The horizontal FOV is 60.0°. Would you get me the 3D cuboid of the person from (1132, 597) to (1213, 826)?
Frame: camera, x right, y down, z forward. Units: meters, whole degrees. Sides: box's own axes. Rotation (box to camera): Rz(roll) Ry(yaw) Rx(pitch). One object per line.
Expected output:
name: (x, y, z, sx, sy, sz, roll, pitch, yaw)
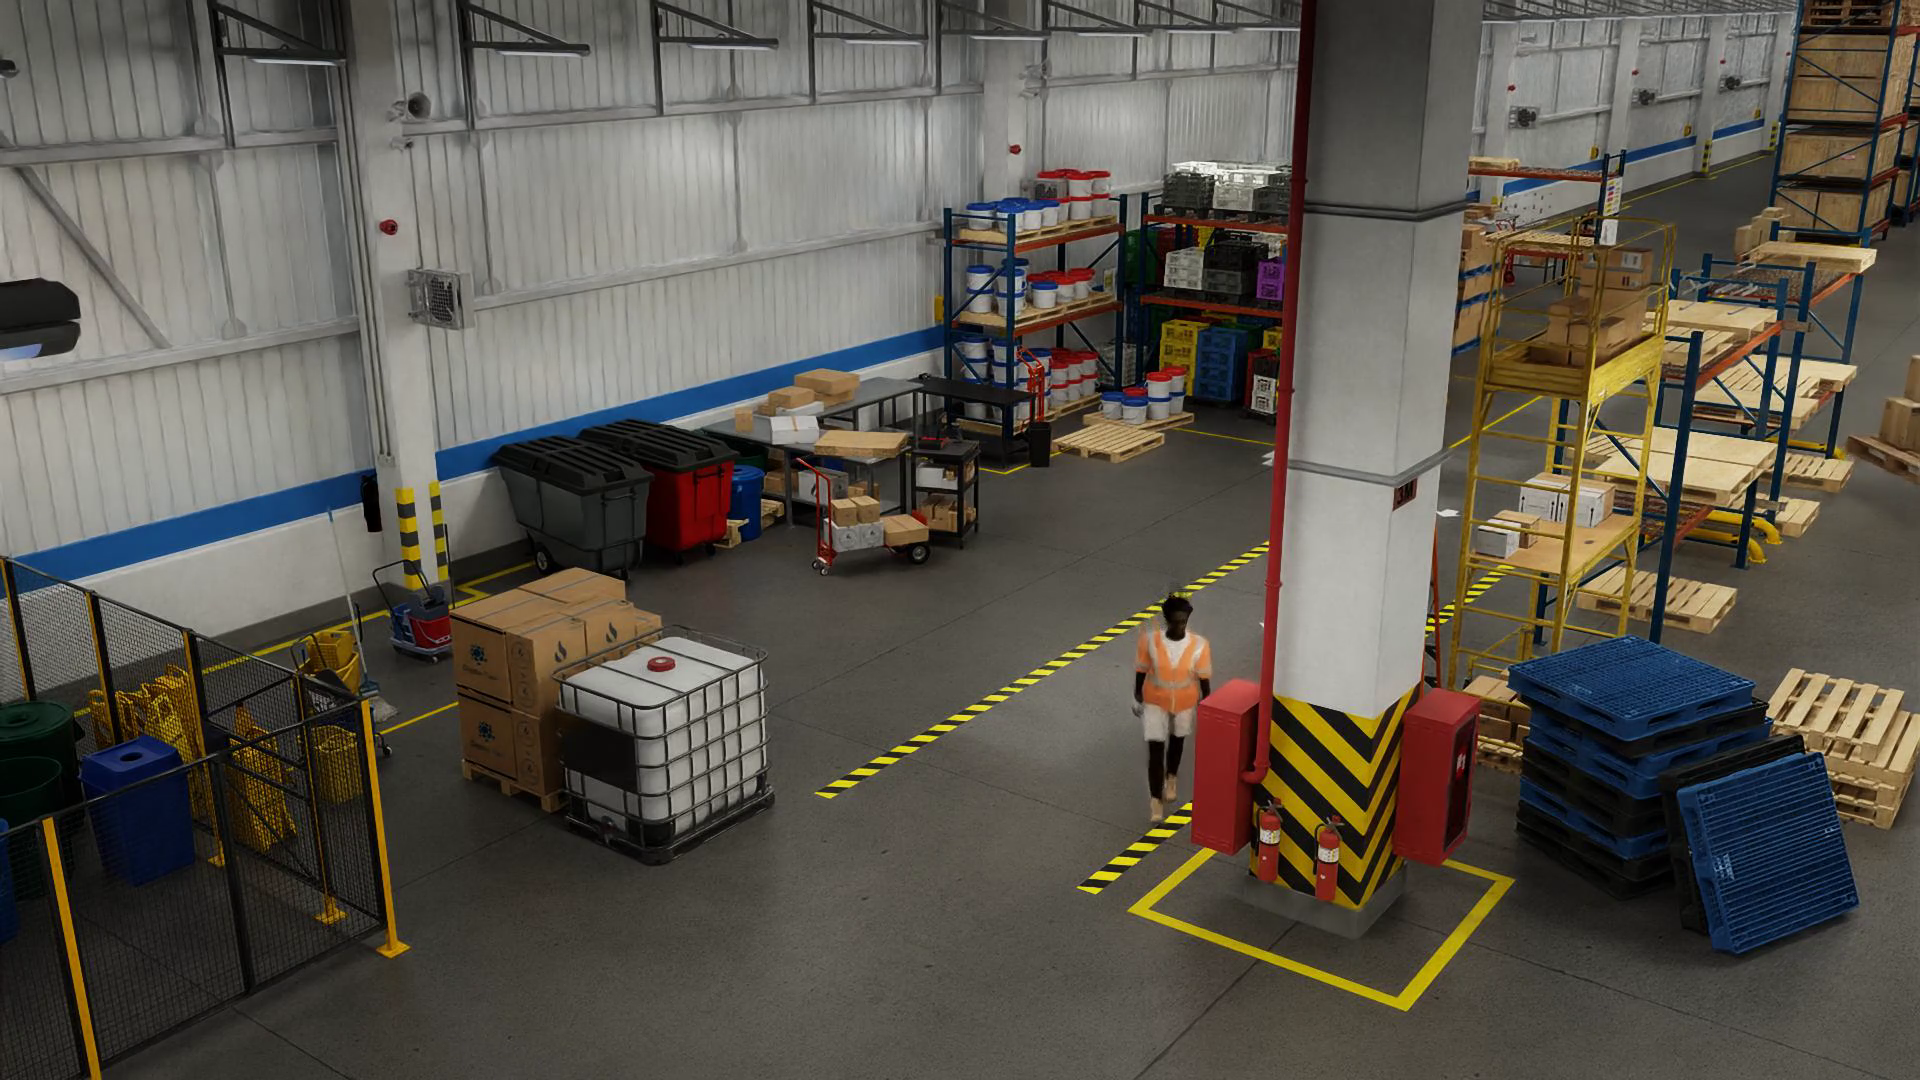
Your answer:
person: (1.520, 1.204, 11.850, 0.550, 1.653, 0.841, 0, 18, 0)
